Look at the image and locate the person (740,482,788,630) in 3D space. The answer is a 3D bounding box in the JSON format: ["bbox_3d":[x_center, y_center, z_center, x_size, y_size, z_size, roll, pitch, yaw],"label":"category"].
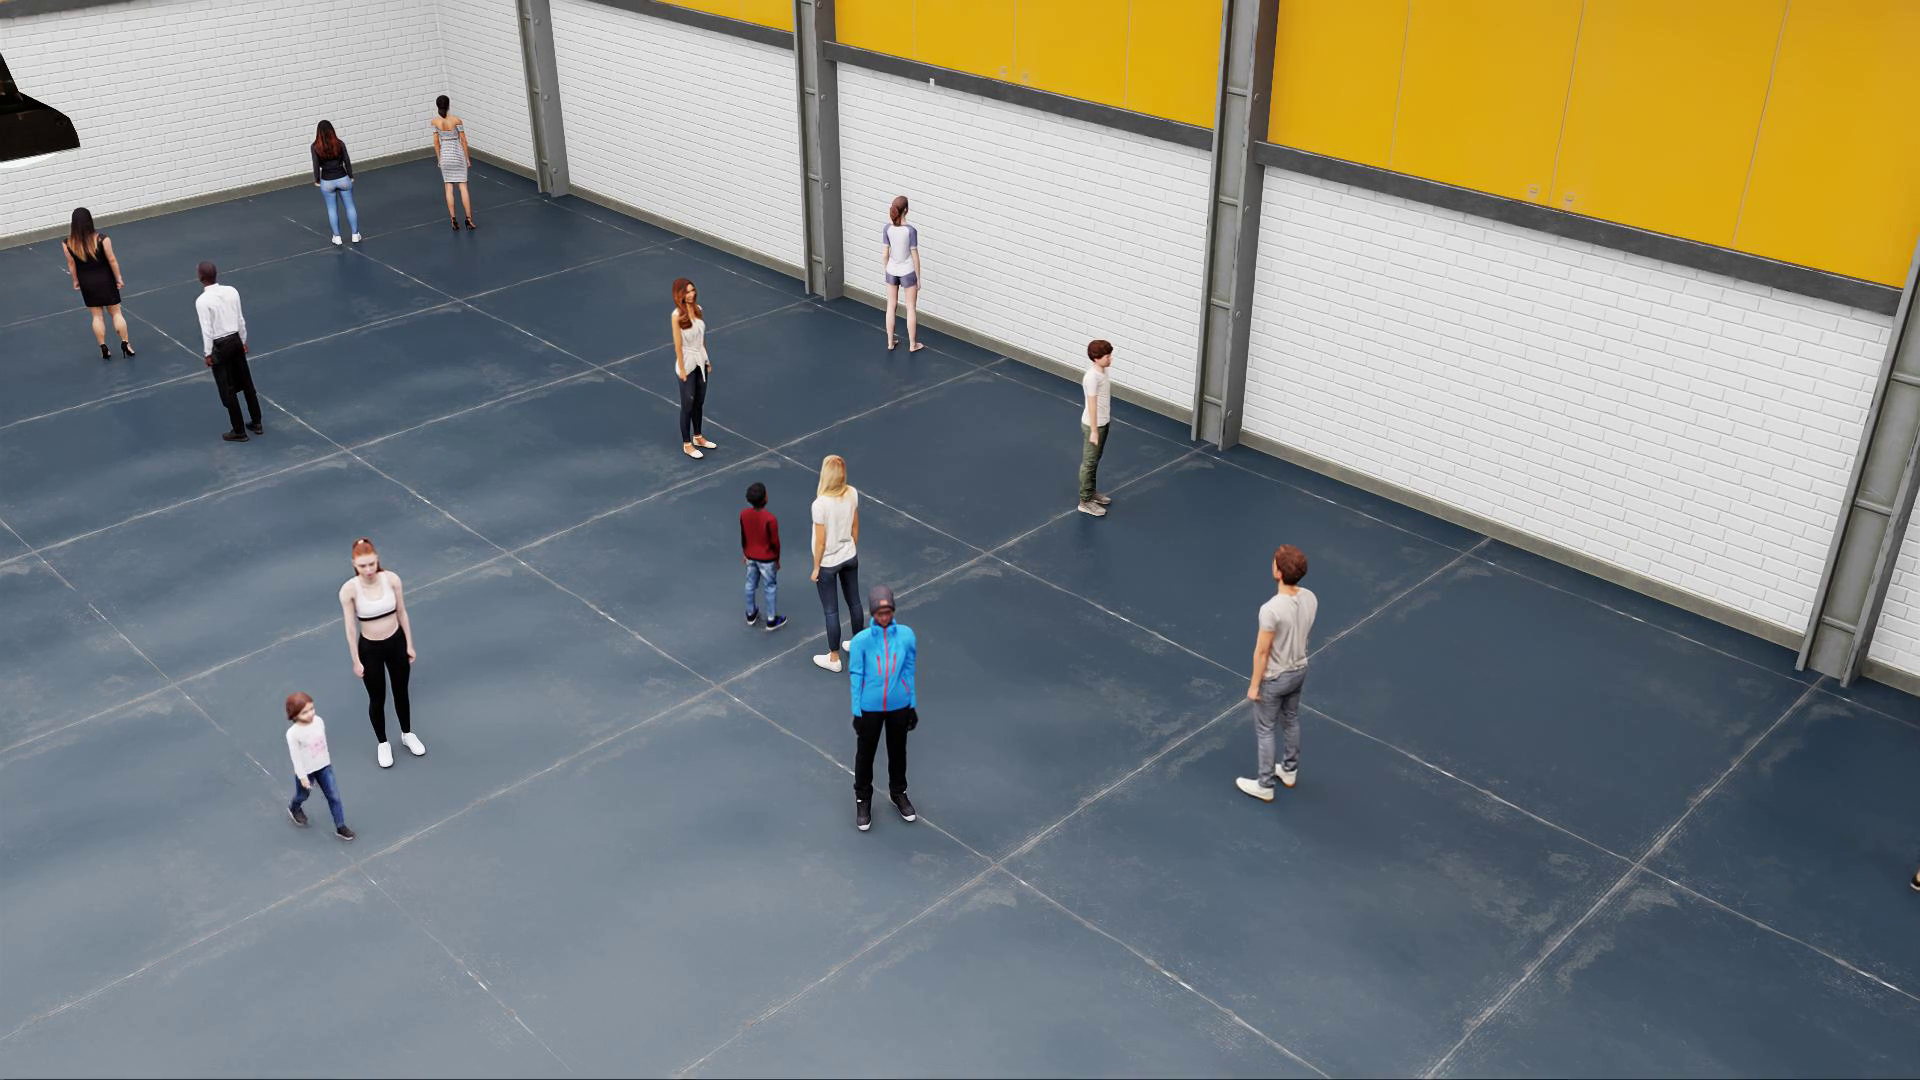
[{"bbox_3d":[-1.609,0.121,13.411,0.508,1.250,0.624,14,32,24],"label":"person"}]

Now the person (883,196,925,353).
[{"bbox_3d":[-0.658,-2.970,18.540,0.620,1.766,0.727,9,30,16],"label":"person"}]

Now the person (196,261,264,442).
[{"bbox_3d":[-7.262,-1.875,16.460,0.631,1.836,0.701,14,32,24],"label":"person"}]

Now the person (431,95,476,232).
[{"bbox_3d":[-6.805,-5.062,22.317,0.675,1.822,0.731,-1,29,-1],"label":"person"}]

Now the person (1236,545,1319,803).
[{"bbox_3d":[2.175,0.911,11.292,0.670,1.894,0.566,-23,36,-35],"label":"person"}]

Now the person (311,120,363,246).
[{"bbox_3d":[-8.215,-4.716,21.876,0.708,1.635,0.685,-12,31,-21],"label":"person"}]

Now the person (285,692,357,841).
[{"bbox_3d":[-4.357,1.488,11.071,0.826,1.092,0.504,20,34,32],"label":"person"}]

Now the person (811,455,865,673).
[{"bbox_3d":[-0.936,0.170,12.739,0.603,1.809,0.481,-25,37,-38],"label":"person"}]

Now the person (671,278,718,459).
[{"bbox_3d":[-2.624,-1.689,16.172,0.614,1.785,0.639,15,32,25],"label":"person"}]

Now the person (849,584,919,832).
[{"bbox_3d":[-0.511,1.089,11.072,0.697,1.792,0.702,-8,30,-14],"label":"person"}]

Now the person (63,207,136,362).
[{"bbox_3d":[-9.487,-2.816,18.308,0.756,1.717,0.759,-8,30,-15],"label":"person"}]

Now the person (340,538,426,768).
[{"bbox_3d":[-4.061,0.778,11.694,0.618,1.742,0.551,-19,34,-31],"label":"person"}]

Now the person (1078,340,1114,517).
[{"bbox_3d":[1.232,-1.049,15.135,0.660,1.654,0.647,9,30,17],"label":"person"}]
